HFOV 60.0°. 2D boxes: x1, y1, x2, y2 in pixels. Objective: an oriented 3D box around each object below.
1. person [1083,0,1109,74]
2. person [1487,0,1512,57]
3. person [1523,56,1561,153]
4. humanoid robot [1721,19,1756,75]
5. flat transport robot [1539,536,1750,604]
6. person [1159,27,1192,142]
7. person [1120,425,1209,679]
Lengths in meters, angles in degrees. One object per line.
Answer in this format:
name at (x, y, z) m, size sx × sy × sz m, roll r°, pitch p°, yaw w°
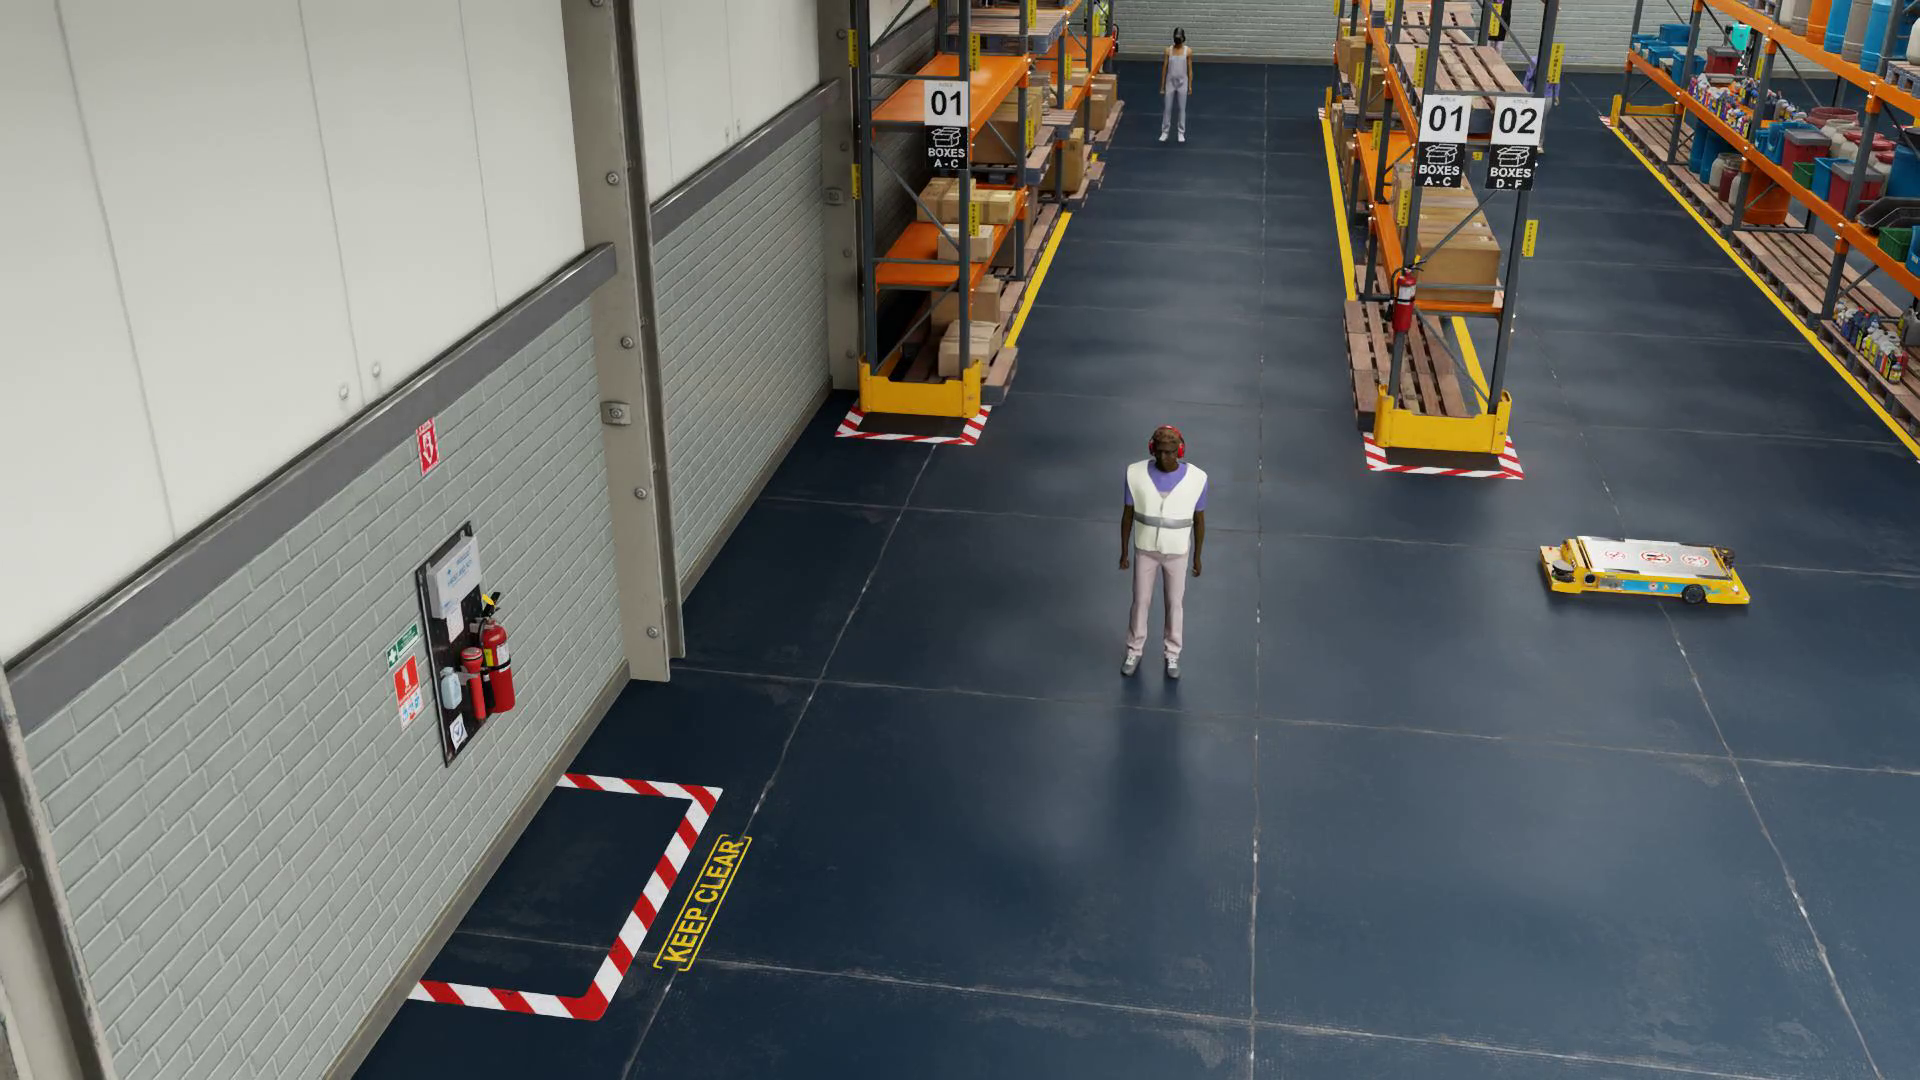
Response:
person at (2.764, -10.357, 33.831) m, size 0.536 × 1.698 × 0.320 m, roll 5°, pitch 25°, yaw 10°
person at (10.757, -10.242, 33.404) m, size 0.536 × 1.855 × 0.409 m, roll 5°, pitch 25°, yaw 10°
person at (9.391, -7.182, 26.922) m, size 0.594 × 1.798 × 0.386 m, roll 5°, pitch 25°, yaw 10°
humanoid robot at (13.906, -8.657, 29.994) m, size 0.533 × 1.677 × 0.735 m, roll 4°, pitch 25°, yaw 9°
flat transport robot at (5.279, 0.231, 12.864) m, size 1.431 × 0.231 × 0.659 m, roll 4°, pitch 25°, yaw 9°
person at (3.604, -7.574, 27.685) m, size 0.517 × 1.861 × 0.388 m, roll 5°, pitch 25°, yaw 10°
person at (1.380, 0.071, 11.346) m, size 0.564 × 1.841 × 0.382 m, roll 5°, pitch 25°, yaw 10°
